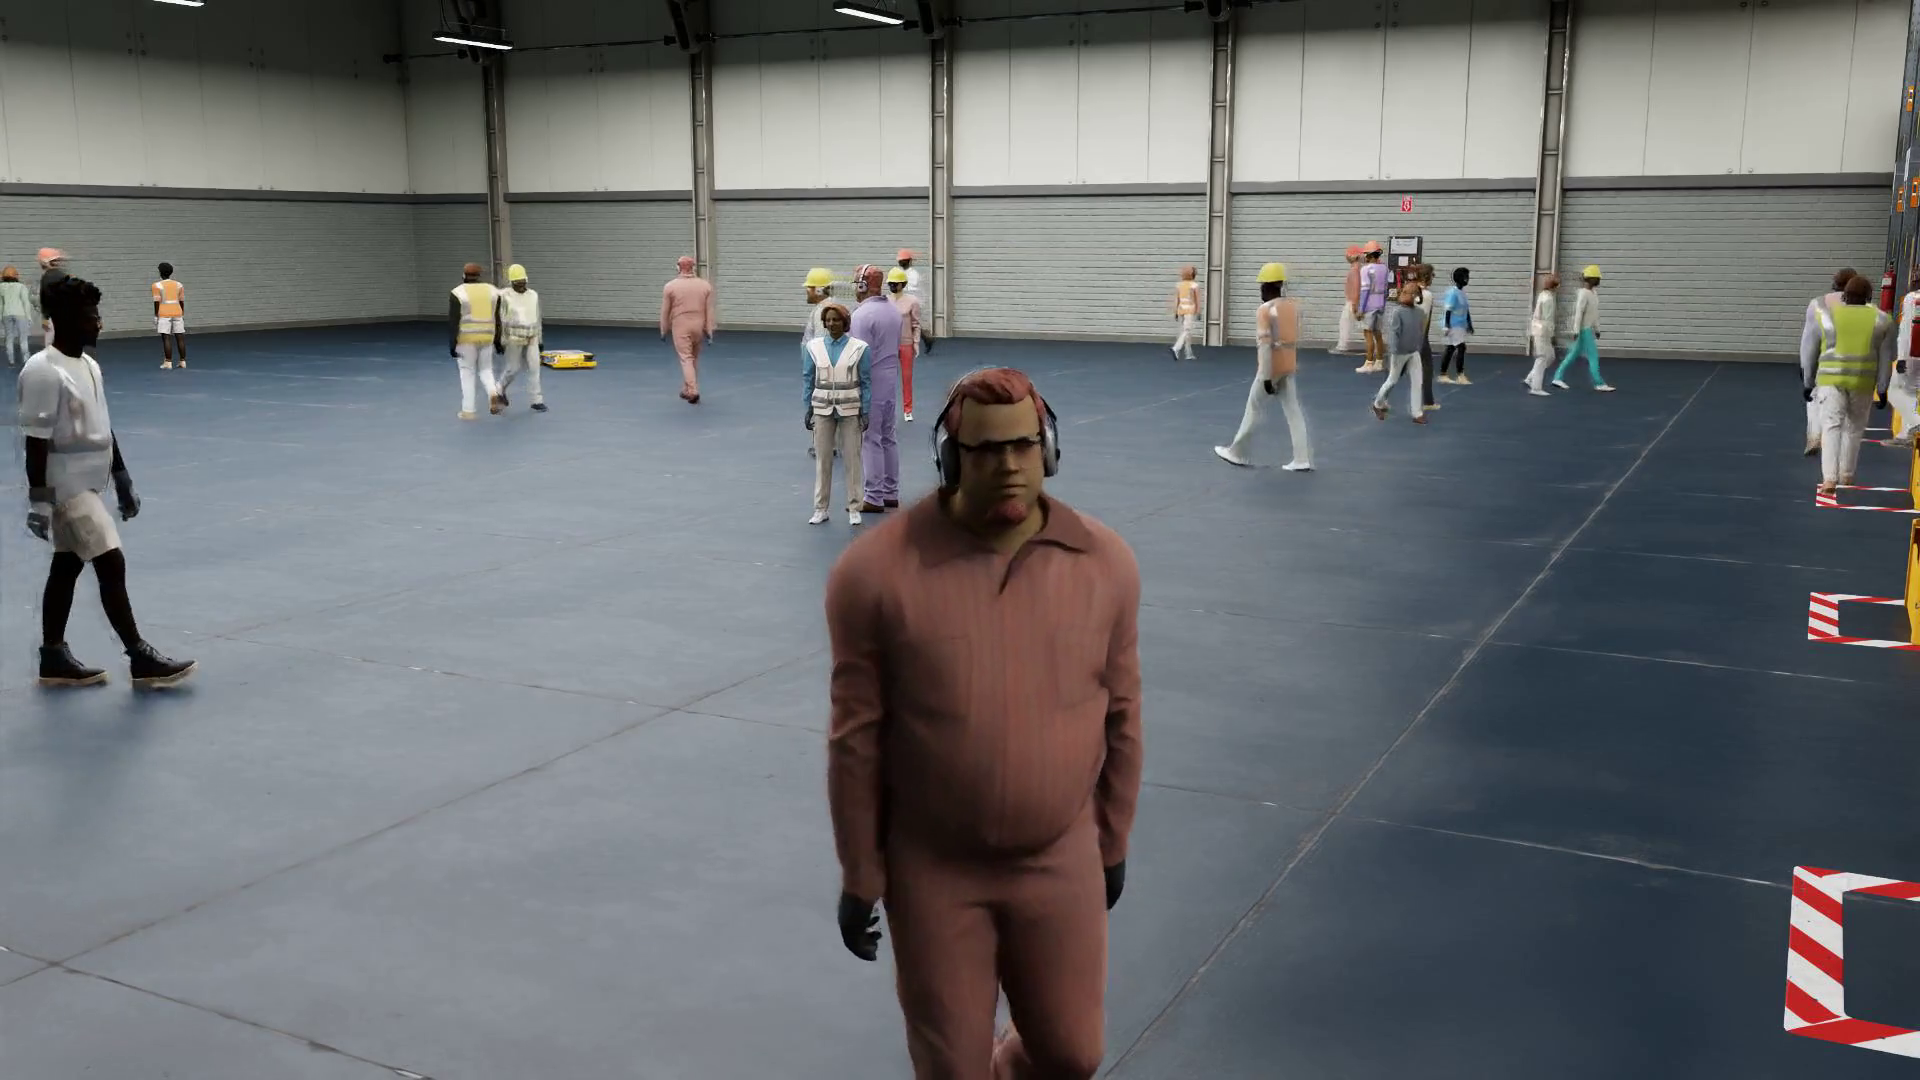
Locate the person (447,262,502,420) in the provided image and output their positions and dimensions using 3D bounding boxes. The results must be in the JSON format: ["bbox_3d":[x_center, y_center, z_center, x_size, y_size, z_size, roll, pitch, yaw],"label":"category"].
[{"bbox_3d":[-5.588,-2.292,19.220,0.679,1.820,0.543,-10,14,-43],"label":"person"}]

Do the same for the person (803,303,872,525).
[{"bbox_3d":[-0.906,-0.928,12.285,0.517,1.641,0.308,1,10,7],"label":"person"}]

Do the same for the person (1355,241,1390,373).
[{"bbox_3d":[6.362,-3.601,25.764,0.611,2.042,0.394,-8,13,-38],"label":"person"}]

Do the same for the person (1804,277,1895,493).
[{"bbox_3d":[7.413,-1.298,13.913,0.642,1.793,0.996,5,11,23],"label":"person"}]

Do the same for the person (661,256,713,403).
[{"bbox_3d":[-3.491,-2.696,21.321,0.656,1.867,0.969,-6,12,-29],"label":"person"}]

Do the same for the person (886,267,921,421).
[{"bbox_3d":[-0.714,-2.237,19.093,0.525,1.765,0.329,1,10,7],"label":"person"}]

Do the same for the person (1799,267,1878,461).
[{"bbox_3d":[8.285,-1.651,15.723,0.638,1.827,0.442,4,11,23],"label":"person"}]

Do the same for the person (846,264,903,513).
[{"bbox_3d":[-0.694,-1.164,12.846,0.402,1.906,0.652,5,11,24],"label":"person"}]

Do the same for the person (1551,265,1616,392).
[{"bbox_3d":[8.609,-2.917,22.909,0.898,1.722,0.536,7,13,35],"label":"person"}]

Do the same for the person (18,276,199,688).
[{"bbox_3d":[-3.996,-0.255,7.795,0.871,1.932,0.641,-2,11,-9],"label":"person"}]

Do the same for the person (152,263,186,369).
[{"bbox_3d":[-12.617,-3.569,26.532,0.315,1.696,0.540,6,12,31],"label":"person"}]

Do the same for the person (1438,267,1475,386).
[{"bbox_3d":[7.117,-3.019,23.583,0.684,1.667,0.550,7,12,32],"label":"person"}]

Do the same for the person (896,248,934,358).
[{"bbox_3d":[-0.861,-4.102,28.874,0.742,1.915,0.544,-7,12,-33],"label":"person"}]

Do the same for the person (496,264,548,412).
[{"bbox_3d":[-5.383,-2.458,20.211,0.783,1.798,0.623,8,13,39],"label":"person"}]

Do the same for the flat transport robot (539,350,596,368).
[{"bbox_3d":[-6.439,-2.965,27.131,0.652,0.197,1.431,-5,12,-26],"label":"flat transport robot"}]

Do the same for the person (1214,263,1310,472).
[{"bbox_3d":[2.825,-1.572,15.162,0.596,1.873,0.998,-8,13,-39],"label":"person"}]

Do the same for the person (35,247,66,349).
[{"bbox_3d":[-13.033,-3.254,24.101,0.940,1.965,0.623,-1,10,-5],"label":"person"}]

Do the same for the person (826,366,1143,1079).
[{"bbox_3d":[0.050,0.594,3.308,0.649,1.890,0.564,-2,11,-12],"label":"person"}]

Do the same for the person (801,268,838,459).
[{"bbox_3d":[-1.356,-1.670,15.834,0.497,1.818,0.618,0,10,1],"label":"person"}]

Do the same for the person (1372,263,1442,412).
[{"bbox_3d":[5.442,-2.436,20.064,0.896,1.812,0.504,-5,11,-24],"label":"person"}]

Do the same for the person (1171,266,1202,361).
[{"bbox_3d":[3.828,-3.848,28.298,0.740,1.614,0.526,-9,14,-41],"label":"person"}]

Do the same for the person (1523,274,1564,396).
[{"bbox_3d":[7.771,-2.716,22.065,0.372,1.619,0.535,2,11,11],"label":"person"}]

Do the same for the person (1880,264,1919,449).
[{"bbox_3d":[9.525,-1.830,16.583,0.614,1.868,0.438,-6,12,-31],"label":"person"}]

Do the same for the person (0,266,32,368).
[{"bbox_3d":[-15.238,-3.588,26.811,0.498,1.632,0.285,-1,10,-6],"label":"person"}]

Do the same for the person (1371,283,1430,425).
[{"bbox_3d":[5.042,-2.136,18.971,0.515,1.604,0.806,-5,12,-27],"label":"person"}]

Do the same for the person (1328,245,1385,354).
[{"bbox_3d":[7.133,-4.286,29.742,0.921,1.963,0.622,5,12,26],"label":"person"}]
